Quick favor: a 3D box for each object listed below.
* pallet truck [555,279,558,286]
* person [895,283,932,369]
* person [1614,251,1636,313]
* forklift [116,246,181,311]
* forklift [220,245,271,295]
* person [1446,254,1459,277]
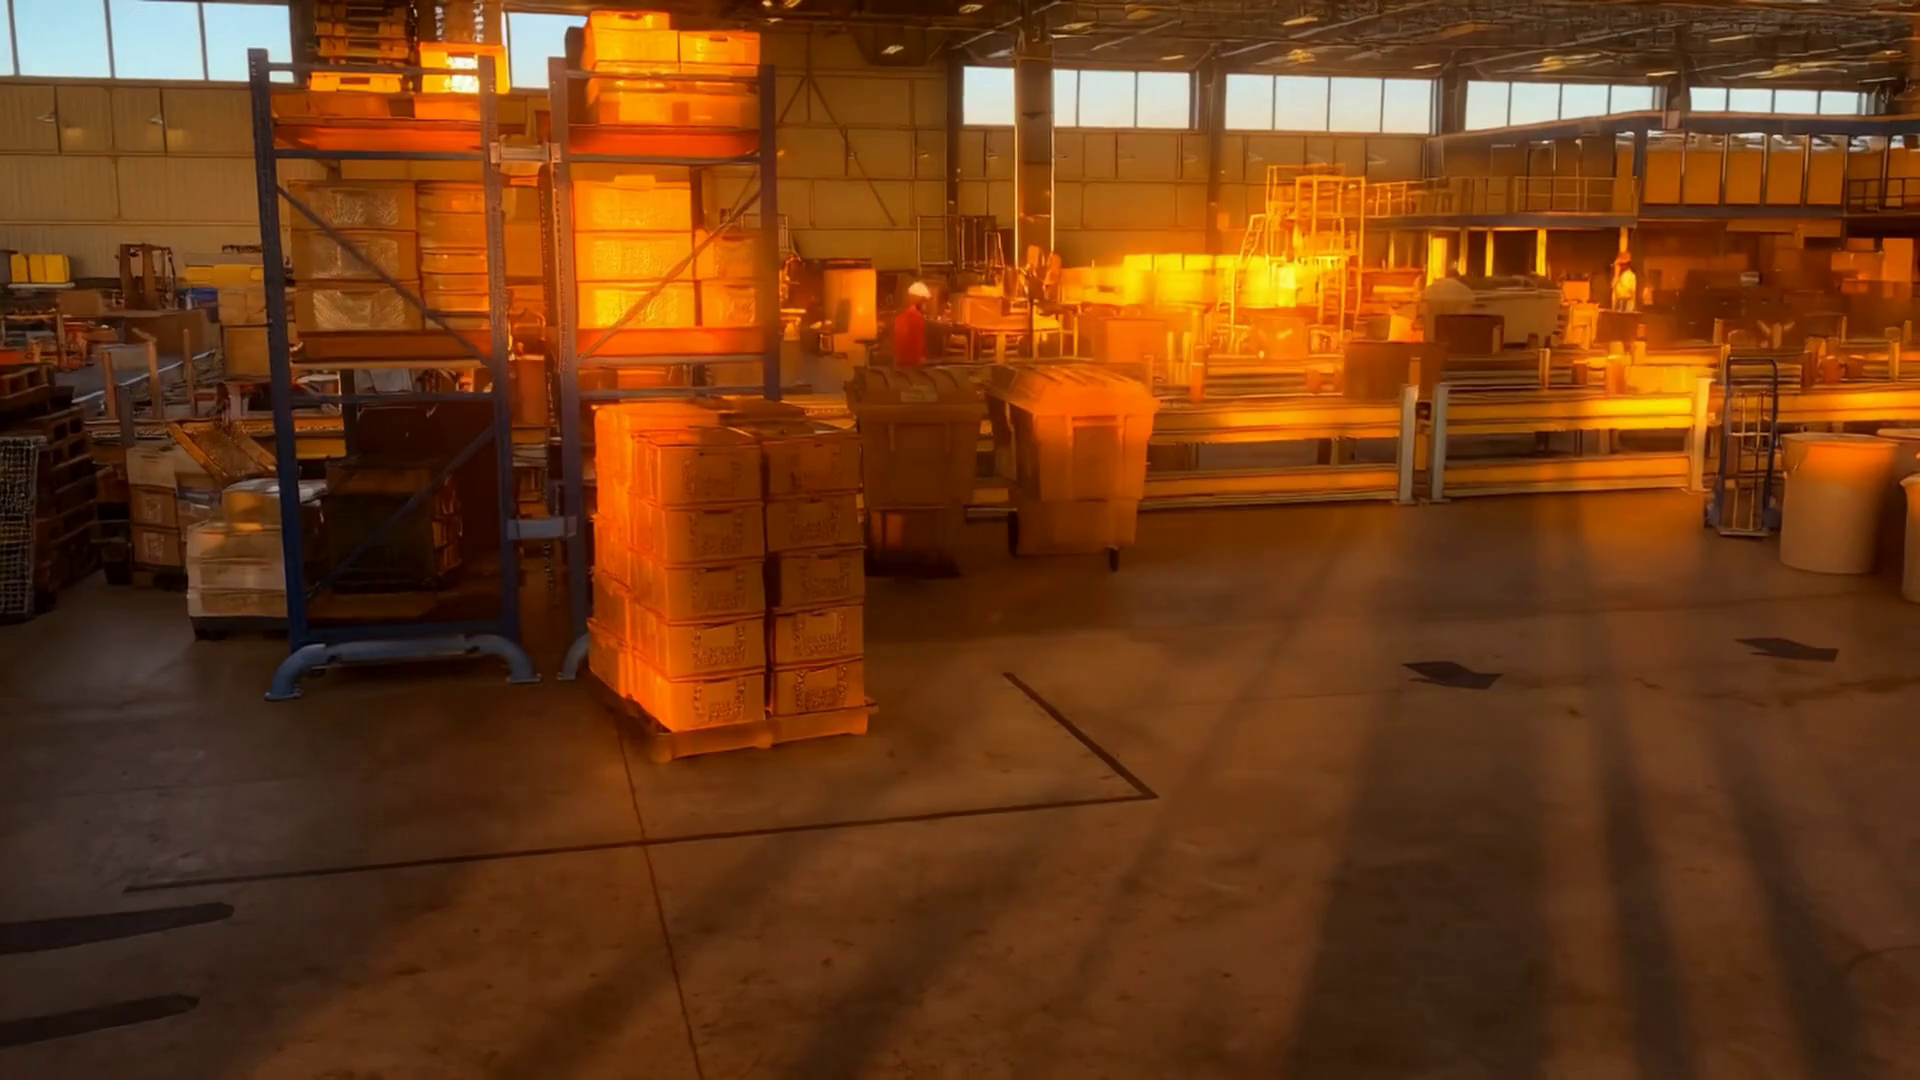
[{"bbox_3d":[-10.604,-6.375,44.520,0.653,1.274,1.630,-3,10,-15],"label":"pallet truck"},{"bbox_3d":[-0.442,-1.870,17.766,0.743,1.725,0.562,4,11,24],"label":"person"},{"bbox_3d":[11.533,-3.991,28.943,0.394,2.037,0.605,4,11,24],"label":"person"},{"bbox_3d":[-19.966,-6.232,40.894,1.157,1.987,2.680,-3,10,-15],"label":"forklift"},{"bbox_3d":[-17.749,-6.334,41.440,1.157,1.987,2.680,-3,10,-17],"label":"forklift"},{"bbox_3d":[15.906,-8.297,53.801,0.585,1.874,0.382,-8,13,-40],"label":"person"}]
